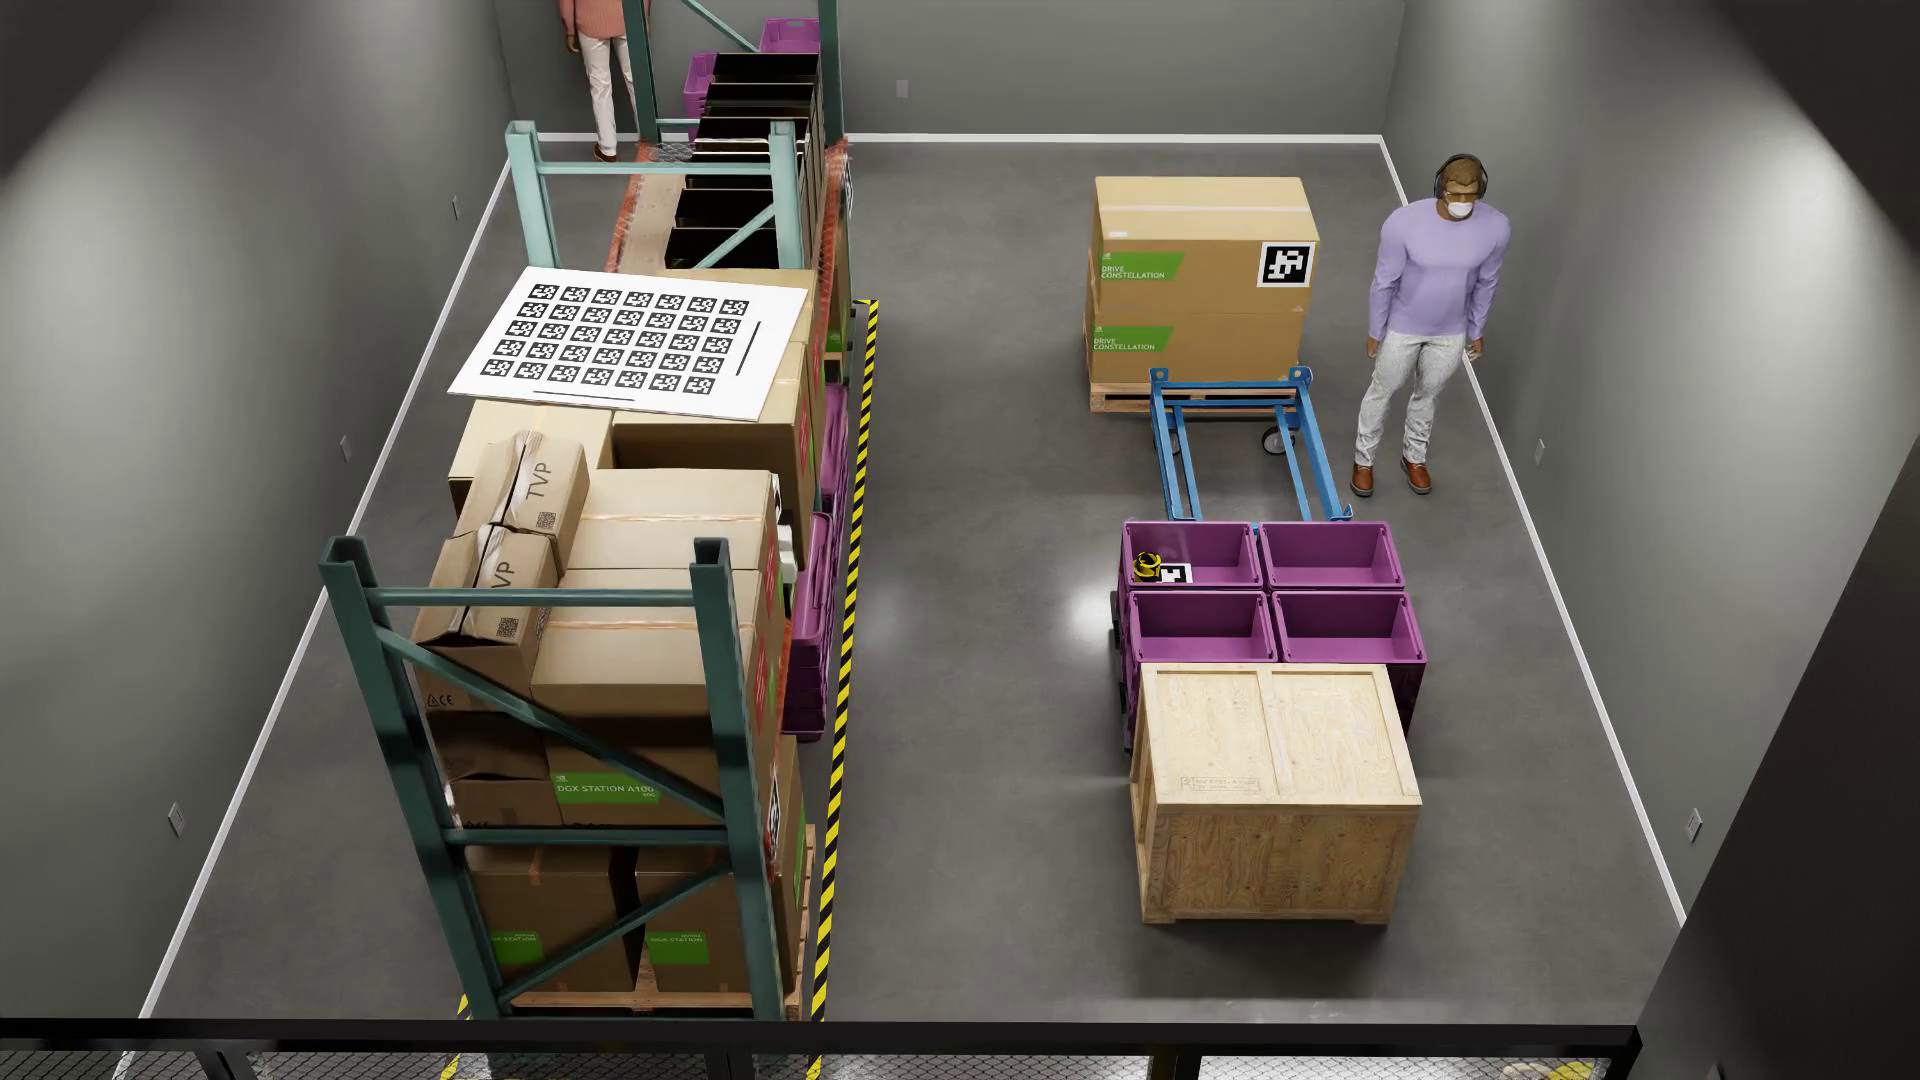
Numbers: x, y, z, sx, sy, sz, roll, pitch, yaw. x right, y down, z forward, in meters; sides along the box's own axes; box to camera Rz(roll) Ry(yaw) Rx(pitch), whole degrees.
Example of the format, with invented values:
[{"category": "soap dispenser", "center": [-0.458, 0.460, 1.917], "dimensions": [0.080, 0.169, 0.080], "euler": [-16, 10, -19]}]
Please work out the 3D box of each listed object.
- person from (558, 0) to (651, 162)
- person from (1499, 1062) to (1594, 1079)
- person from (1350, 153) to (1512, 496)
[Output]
[{"category": "person", "center": [-2.333, -3.422, 10.974], "dimensions": [0.608, 1.995, 0.376], "euler": [-16, 44, -17]}, {"category": "person", "center": [1.612, 2.062, 4.841], "dimensions": [0.404, 1.833, 0.592], "euler": [6, 42, 7]}, {"category": "person", "center": [2.336, -1.061, 8.323], "dimensions": [0.628, 1.940, 0.378], "euler": [0, 41, 0]}]
